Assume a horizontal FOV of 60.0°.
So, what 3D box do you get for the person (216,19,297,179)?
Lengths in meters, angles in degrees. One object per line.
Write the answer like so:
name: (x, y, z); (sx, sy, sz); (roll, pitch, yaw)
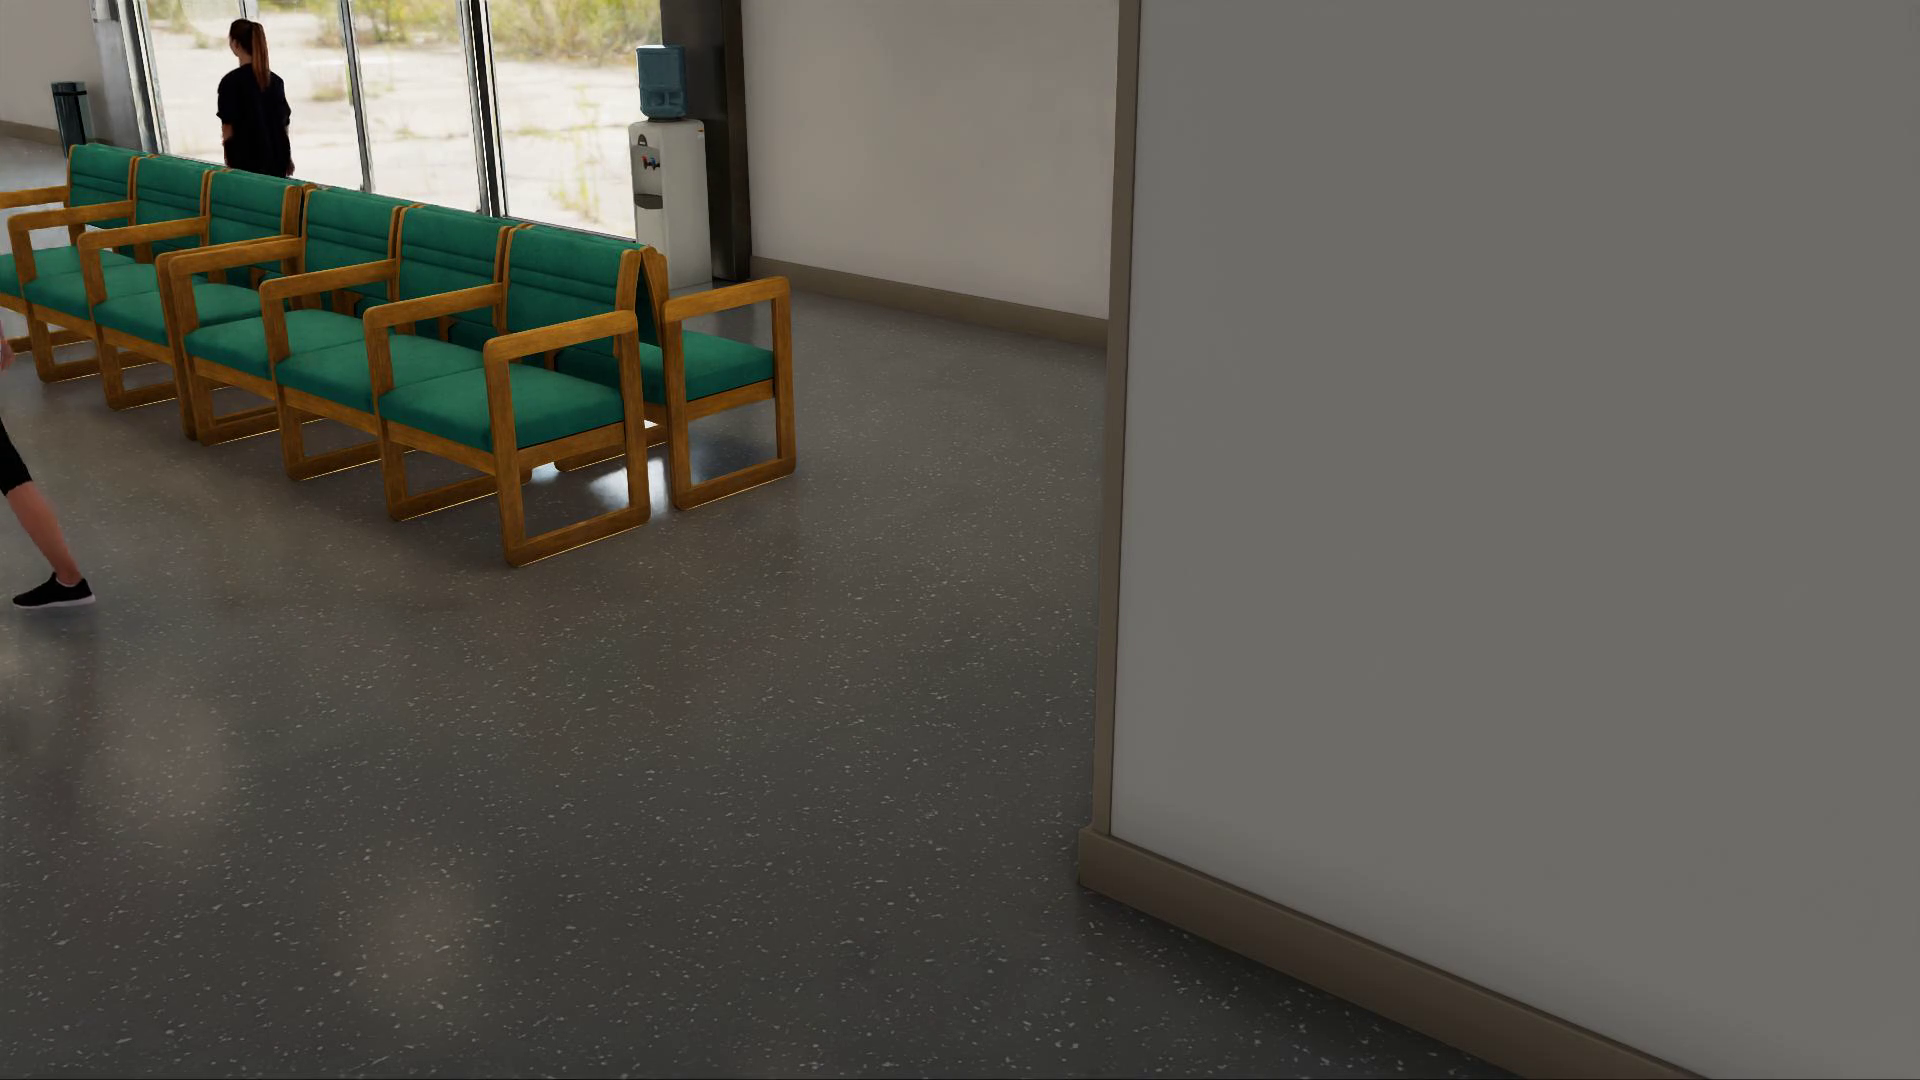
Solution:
person: (-4.195, -2.279, 10.137); (0.818, 1.647, 1.098); (11, 23, 27)
